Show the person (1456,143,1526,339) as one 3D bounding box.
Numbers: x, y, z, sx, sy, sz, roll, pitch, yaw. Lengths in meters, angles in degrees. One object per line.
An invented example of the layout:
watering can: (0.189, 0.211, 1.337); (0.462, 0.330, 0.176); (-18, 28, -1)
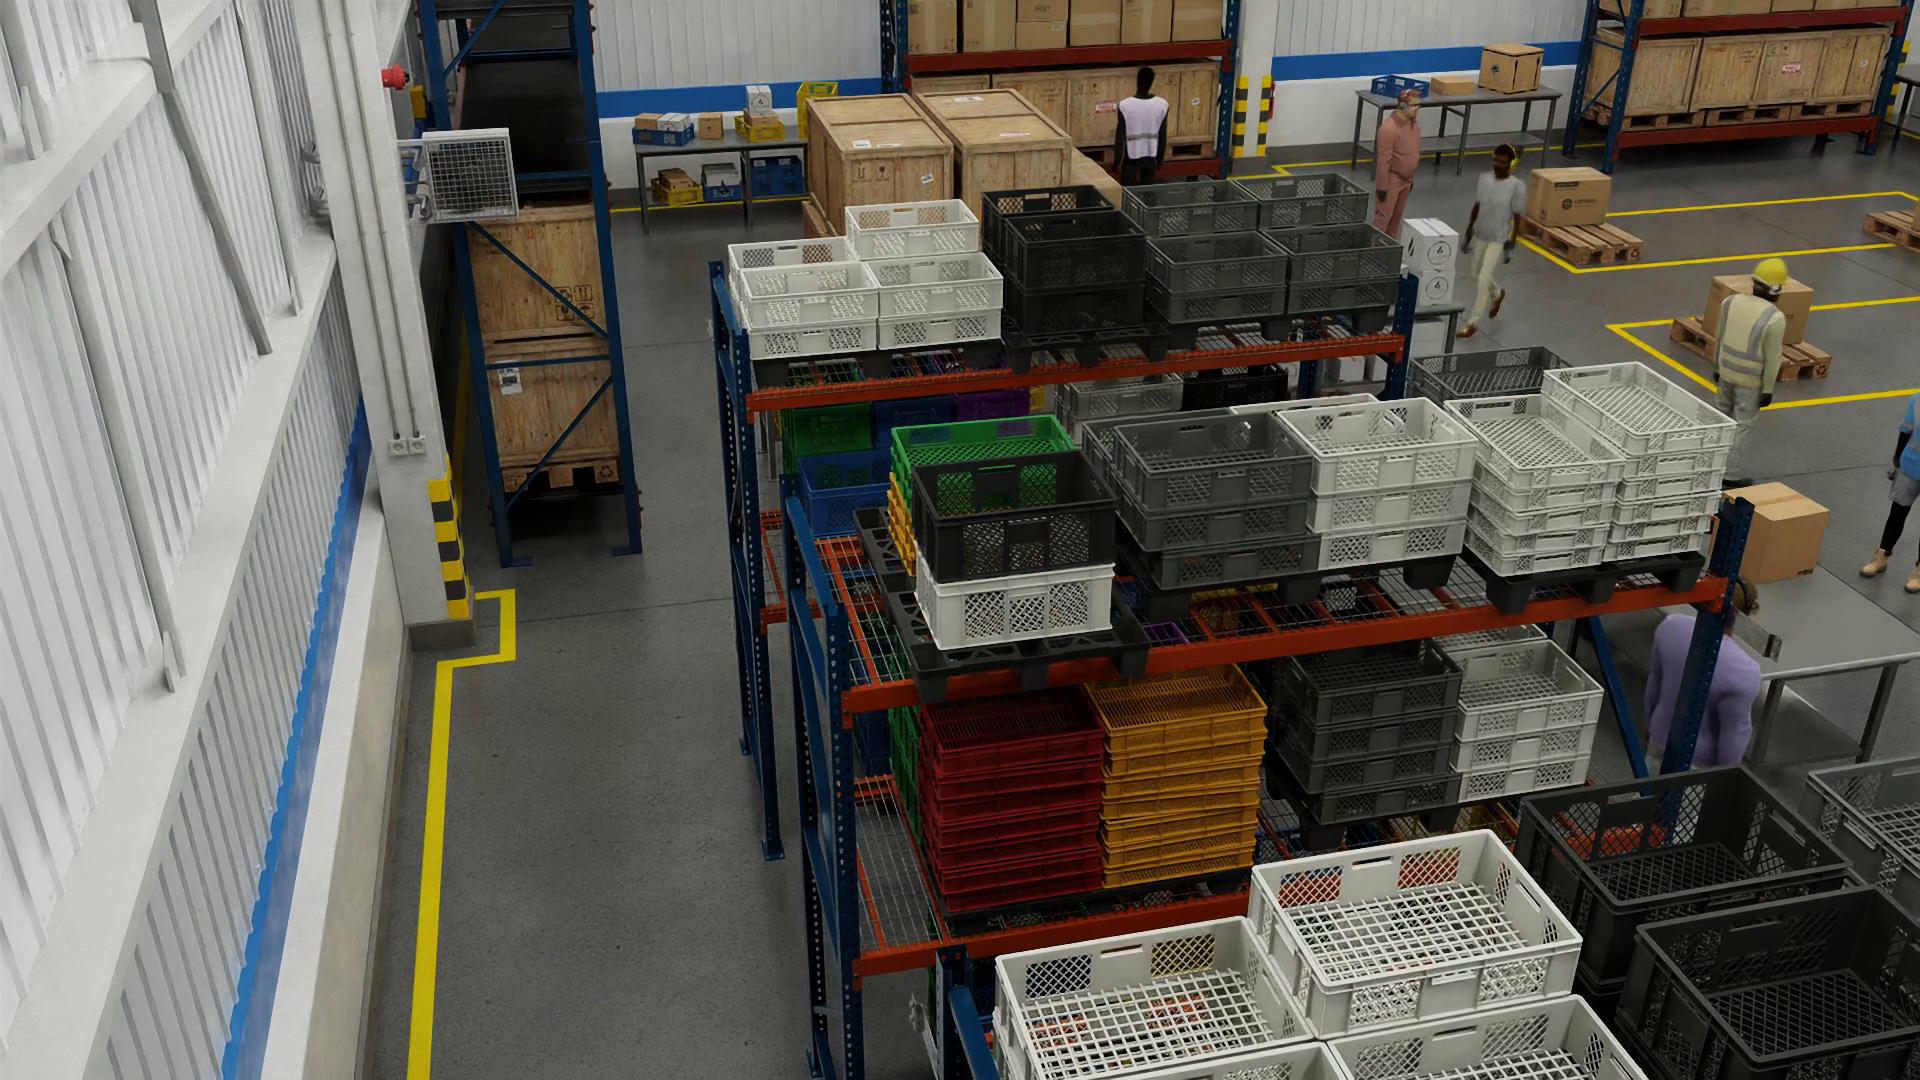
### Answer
person: (5.062, -2.872, 15.790); (0.791, 1.847, 0.525); (-19, 33, -32)

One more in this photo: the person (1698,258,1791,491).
person: (6.041, -1.277, 12.780); (0.404, 1.827, 0.600); (-10, 29, -19)

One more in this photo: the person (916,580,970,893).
person: (-0.005, 1.029, 8.348); (0.362, 1.882, 0.576); (-20, 34, -33)

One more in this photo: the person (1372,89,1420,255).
person: (4.579, -3.767, 17.436); (0.402, 1.899, 0.631); (24, 36, 38)

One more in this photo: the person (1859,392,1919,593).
person: (6.621, -0.456, 11.358); (0.321, 1.699, 0.536); (-21, 34, -34)

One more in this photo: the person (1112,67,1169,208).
person: (1.987, -4.217, 18.281); (0.607, 1.909, 0.405); (-8, 29, -16)

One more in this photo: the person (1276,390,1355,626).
person: (2.377, -0.106, 10.569); (0.801, 1.809, 0.639); (11, 30, 20)

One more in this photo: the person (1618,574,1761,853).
person: (3.633, 1.033, 8.292); (0.357, 1.931, 0.629); (-10, 29, -17)
